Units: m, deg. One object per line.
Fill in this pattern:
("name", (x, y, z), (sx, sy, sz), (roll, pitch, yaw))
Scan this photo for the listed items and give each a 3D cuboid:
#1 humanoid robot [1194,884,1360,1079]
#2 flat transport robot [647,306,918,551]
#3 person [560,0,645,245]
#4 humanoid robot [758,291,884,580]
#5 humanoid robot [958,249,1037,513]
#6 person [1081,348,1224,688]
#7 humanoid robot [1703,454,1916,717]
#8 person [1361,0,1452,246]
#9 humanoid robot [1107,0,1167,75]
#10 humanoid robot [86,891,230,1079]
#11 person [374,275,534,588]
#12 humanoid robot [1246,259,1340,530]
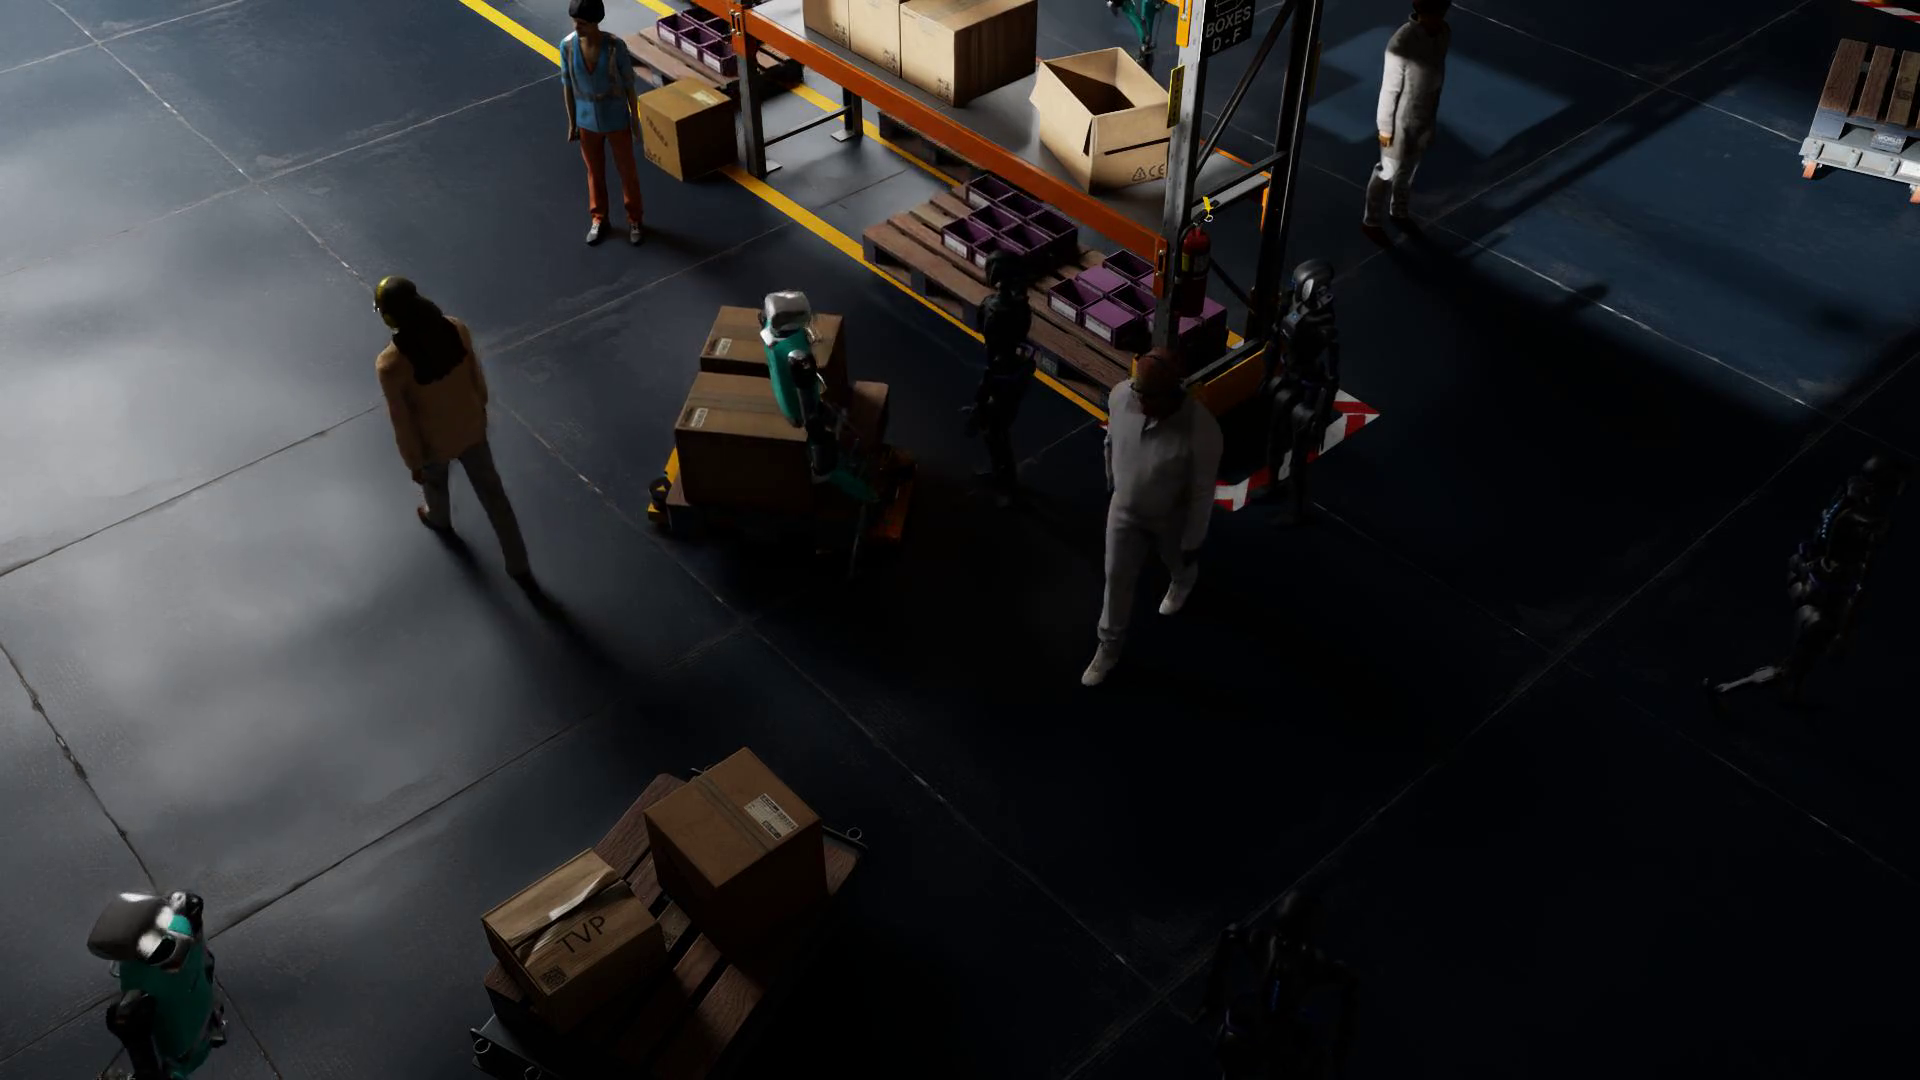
("humanoid robot", (1.112, 1.870, 6.028), (0.596, 1.632, 0.603), (17, 45, 18))
("flat transport robot", (-0.993, -0.310, 9.432), (1.431, 0.231, 0.659), (6, 43, 6))
("person", (-2.354, -2.771, 11.004), (0.496, 1.764, 0.328), (2, 43, 2))
("humanoid robot", (-0.648, -0.549, 8.608), (0.660, 1.797, 0.537), (-17, 45, -18))
("humanoid robot", (0.211, -0.836, 8.962), (0.430, 1.654, 0.601), (14, 44, 15))
("person", (0.954, -0.180, 8.133), (0.640, 1.858, 0.949), (23, 47, 23))
("humanoid robot", (4.009, 0.227, 7.827), (0.685, 1.637, 0.608), (4, 43, 4))
("person", (2.964, -2.810, 11.008), (0.520, 1.823, 0.363), (-24, 48, -24))
("humanoid robot", (1.416, -4.021, 12.418), (0.556, 1.758, 1.042), (-11, 44, -12))
("humanoid robot", (-2.952, 1.877, 5.978), (0.800, 1.787, 0.533), (2, 43, 2))
("person", (-2.650, -0.586, 8.587), (0.588, 1.817, 0.992), (-34, 52, -31))
("humanoid robot", (1.815, -0.785, 8.906), (0.309, 1.652, 0.613), (-17, 45, -18))
